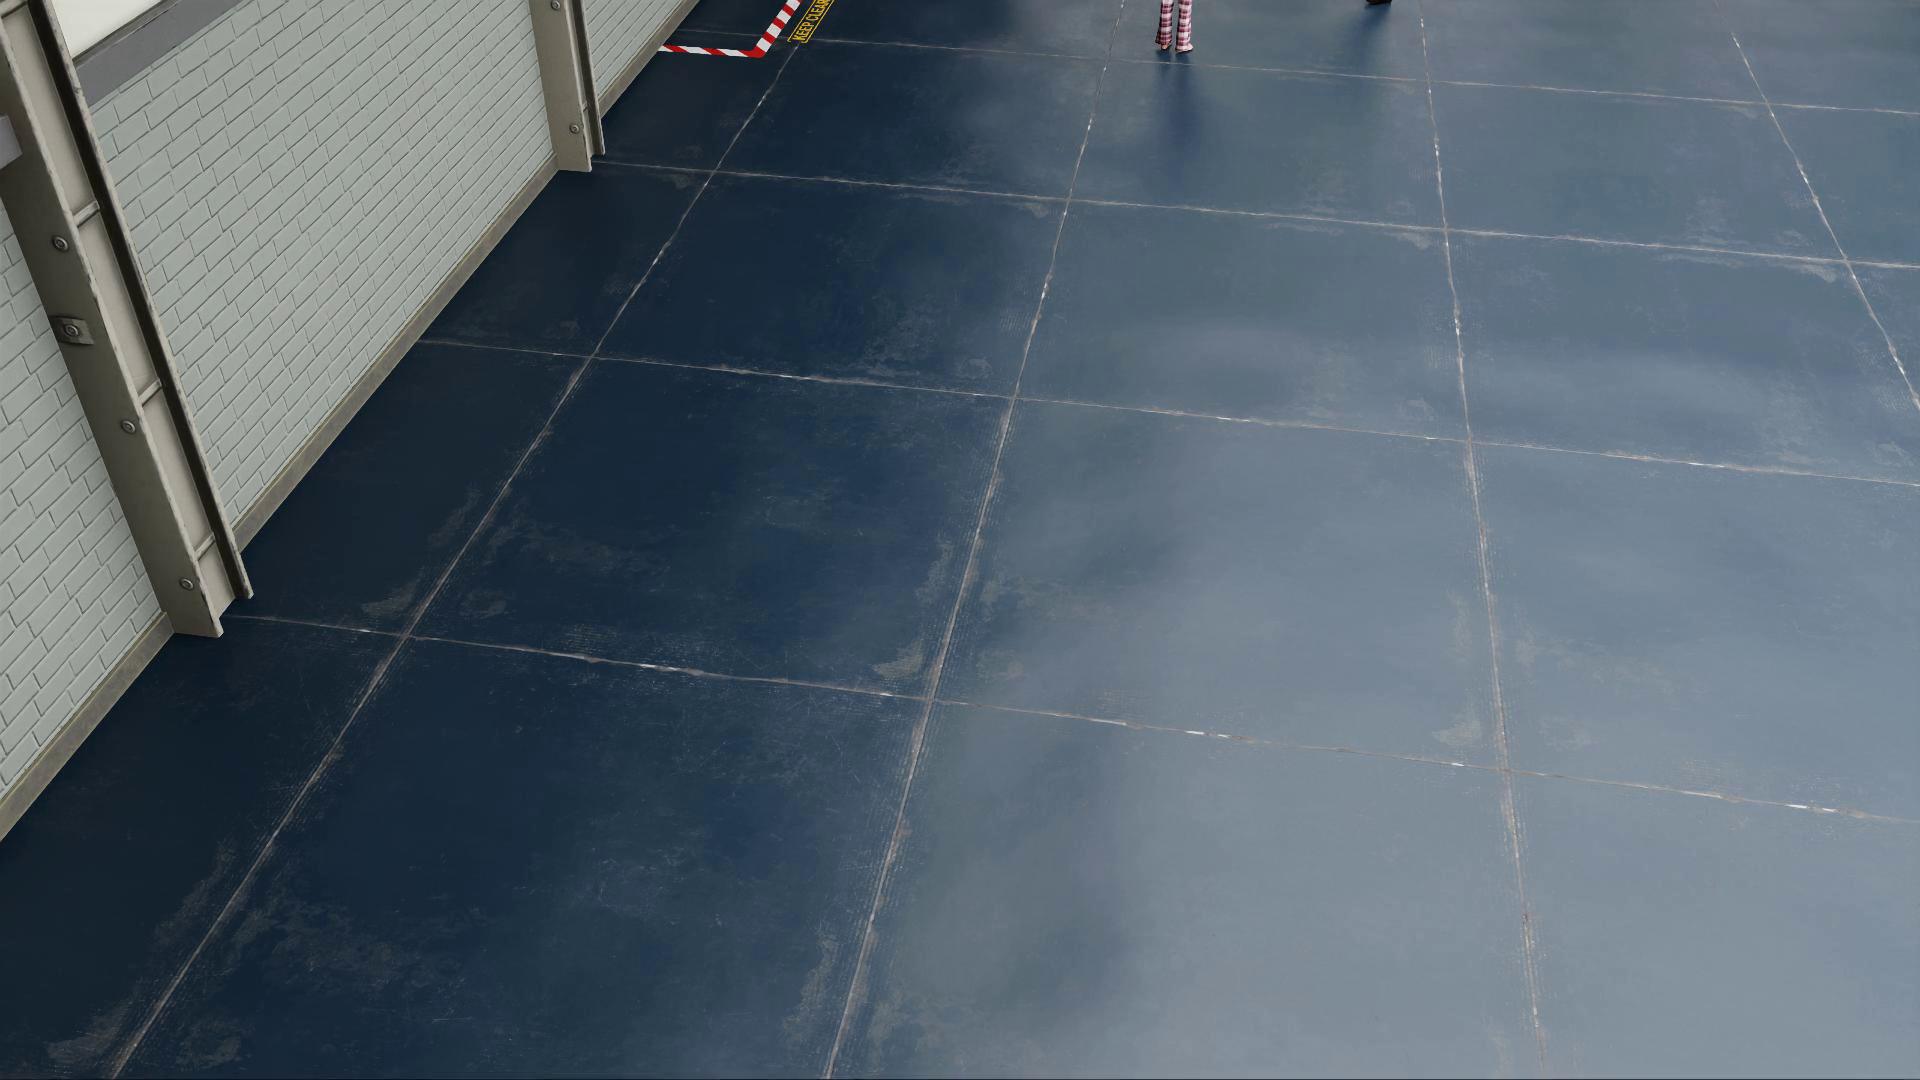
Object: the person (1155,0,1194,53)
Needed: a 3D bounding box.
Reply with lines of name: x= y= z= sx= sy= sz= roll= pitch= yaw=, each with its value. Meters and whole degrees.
person: x=2.060 y=-5.445 z=15.583 sx=0.671 sy=1.711 sz=0.620 roll=21 pitch=43 yaw=24
